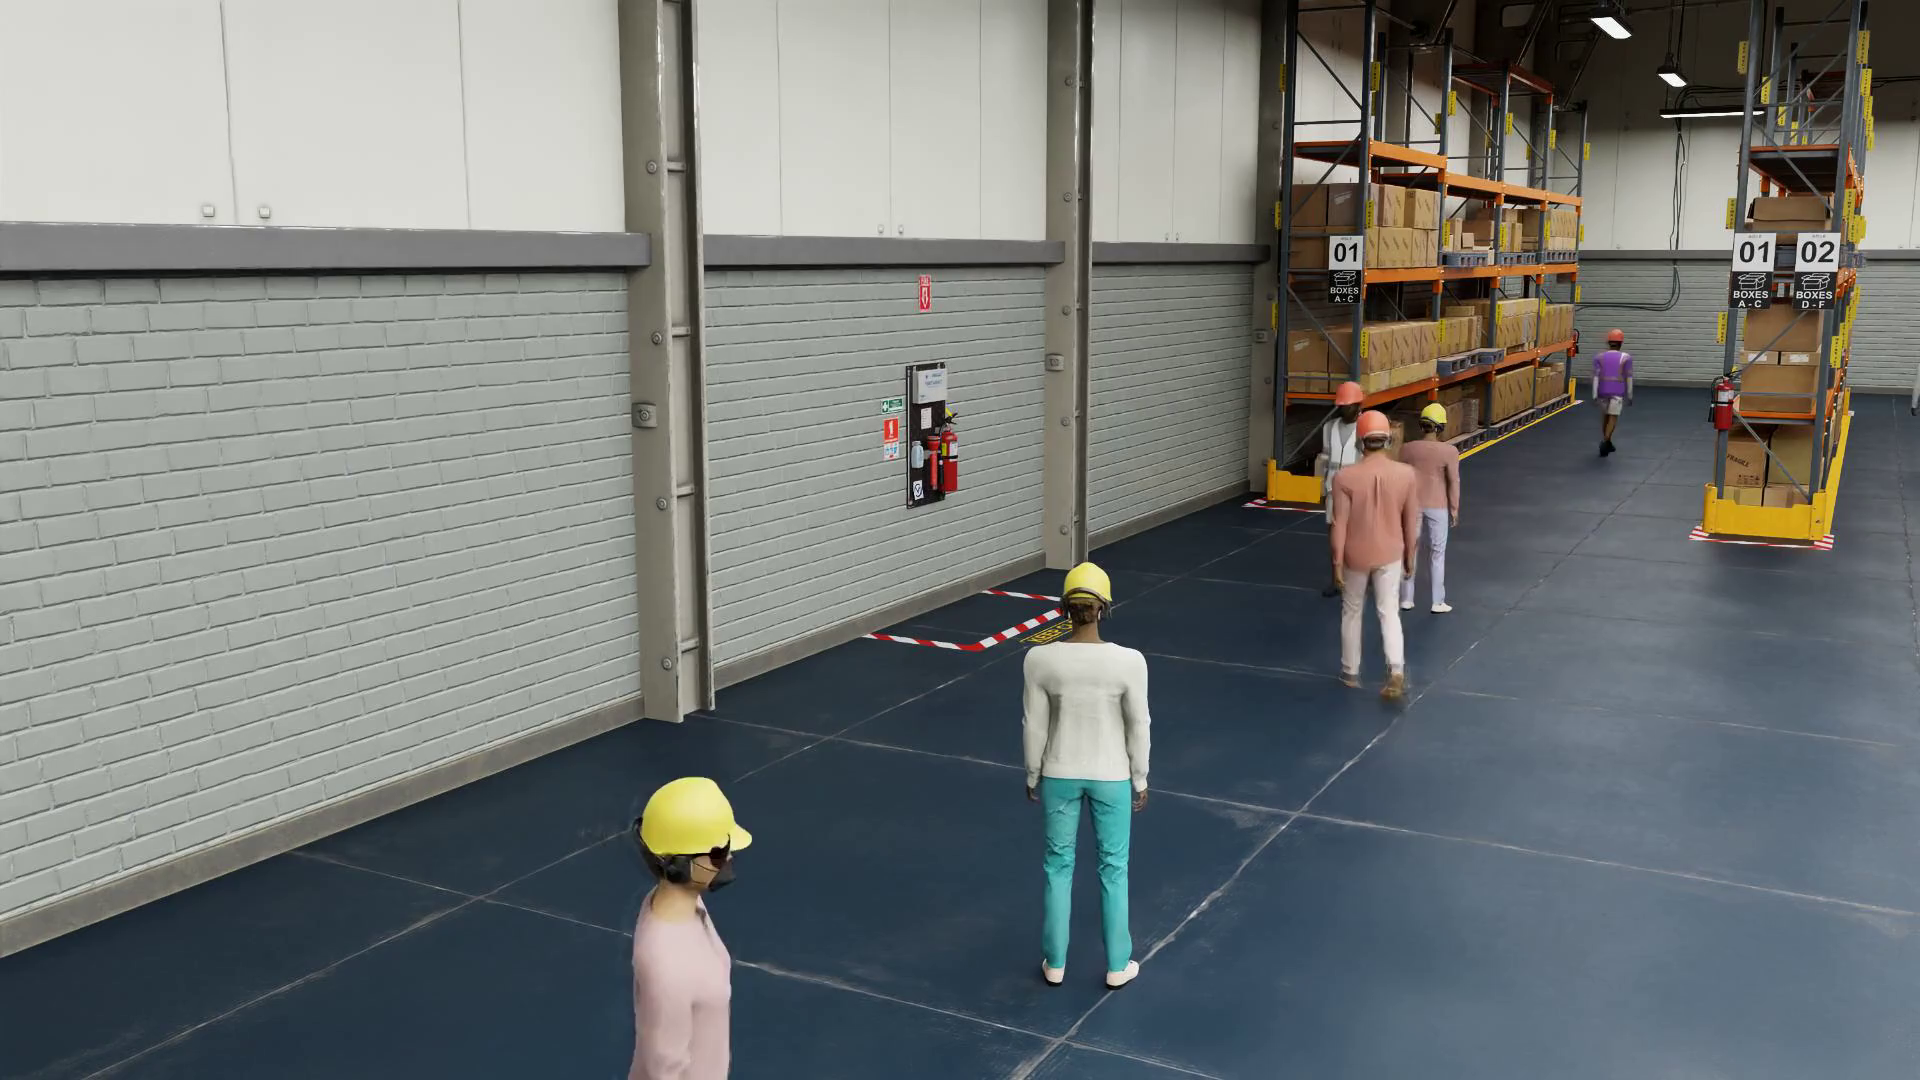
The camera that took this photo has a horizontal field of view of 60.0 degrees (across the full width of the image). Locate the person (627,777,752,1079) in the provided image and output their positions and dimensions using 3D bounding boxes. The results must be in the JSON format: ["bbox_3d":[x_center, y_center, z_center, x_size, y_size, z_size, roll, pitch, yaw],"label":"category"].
[{"bbox_3d":[-0.761,1.426,4.124,0.612,1.752,0.527,-1,10,-8],"label":"person"}]

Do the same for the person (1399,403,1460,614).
[{"bbox_3d":[3.940,-0.266,14.001,0.532,1.767,0.328,6,12,33],"label":"person"}]

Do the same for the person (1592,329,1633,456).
[{"bbox_3d":[9.821,-2.225,25.093,0.556,1.908,0.928,7,12,37],"label":"person"}]

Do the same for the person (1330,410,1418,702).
[{"bbox_3d":[2.813,0.104,11.272,0.621,1.971,0.906,0,10,0],"label":"person"}]

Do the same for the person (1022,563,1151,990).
[{"bbox_3d":[0.516,0.967,6.804,0.523,1.761,0.326,2,10,12],"label":"person"}]

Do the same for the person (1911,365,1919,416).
[{"bbox_3d":[13.802,-1.919,23.502,0.585,1.829,1.017,4,11,23],"label":"person"}]

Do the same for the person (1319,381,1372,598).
[{"bbox_3d":[3.465,-0.456,14.690,0.551,1.919,0.603,9,13,41],"label":"person"}]
